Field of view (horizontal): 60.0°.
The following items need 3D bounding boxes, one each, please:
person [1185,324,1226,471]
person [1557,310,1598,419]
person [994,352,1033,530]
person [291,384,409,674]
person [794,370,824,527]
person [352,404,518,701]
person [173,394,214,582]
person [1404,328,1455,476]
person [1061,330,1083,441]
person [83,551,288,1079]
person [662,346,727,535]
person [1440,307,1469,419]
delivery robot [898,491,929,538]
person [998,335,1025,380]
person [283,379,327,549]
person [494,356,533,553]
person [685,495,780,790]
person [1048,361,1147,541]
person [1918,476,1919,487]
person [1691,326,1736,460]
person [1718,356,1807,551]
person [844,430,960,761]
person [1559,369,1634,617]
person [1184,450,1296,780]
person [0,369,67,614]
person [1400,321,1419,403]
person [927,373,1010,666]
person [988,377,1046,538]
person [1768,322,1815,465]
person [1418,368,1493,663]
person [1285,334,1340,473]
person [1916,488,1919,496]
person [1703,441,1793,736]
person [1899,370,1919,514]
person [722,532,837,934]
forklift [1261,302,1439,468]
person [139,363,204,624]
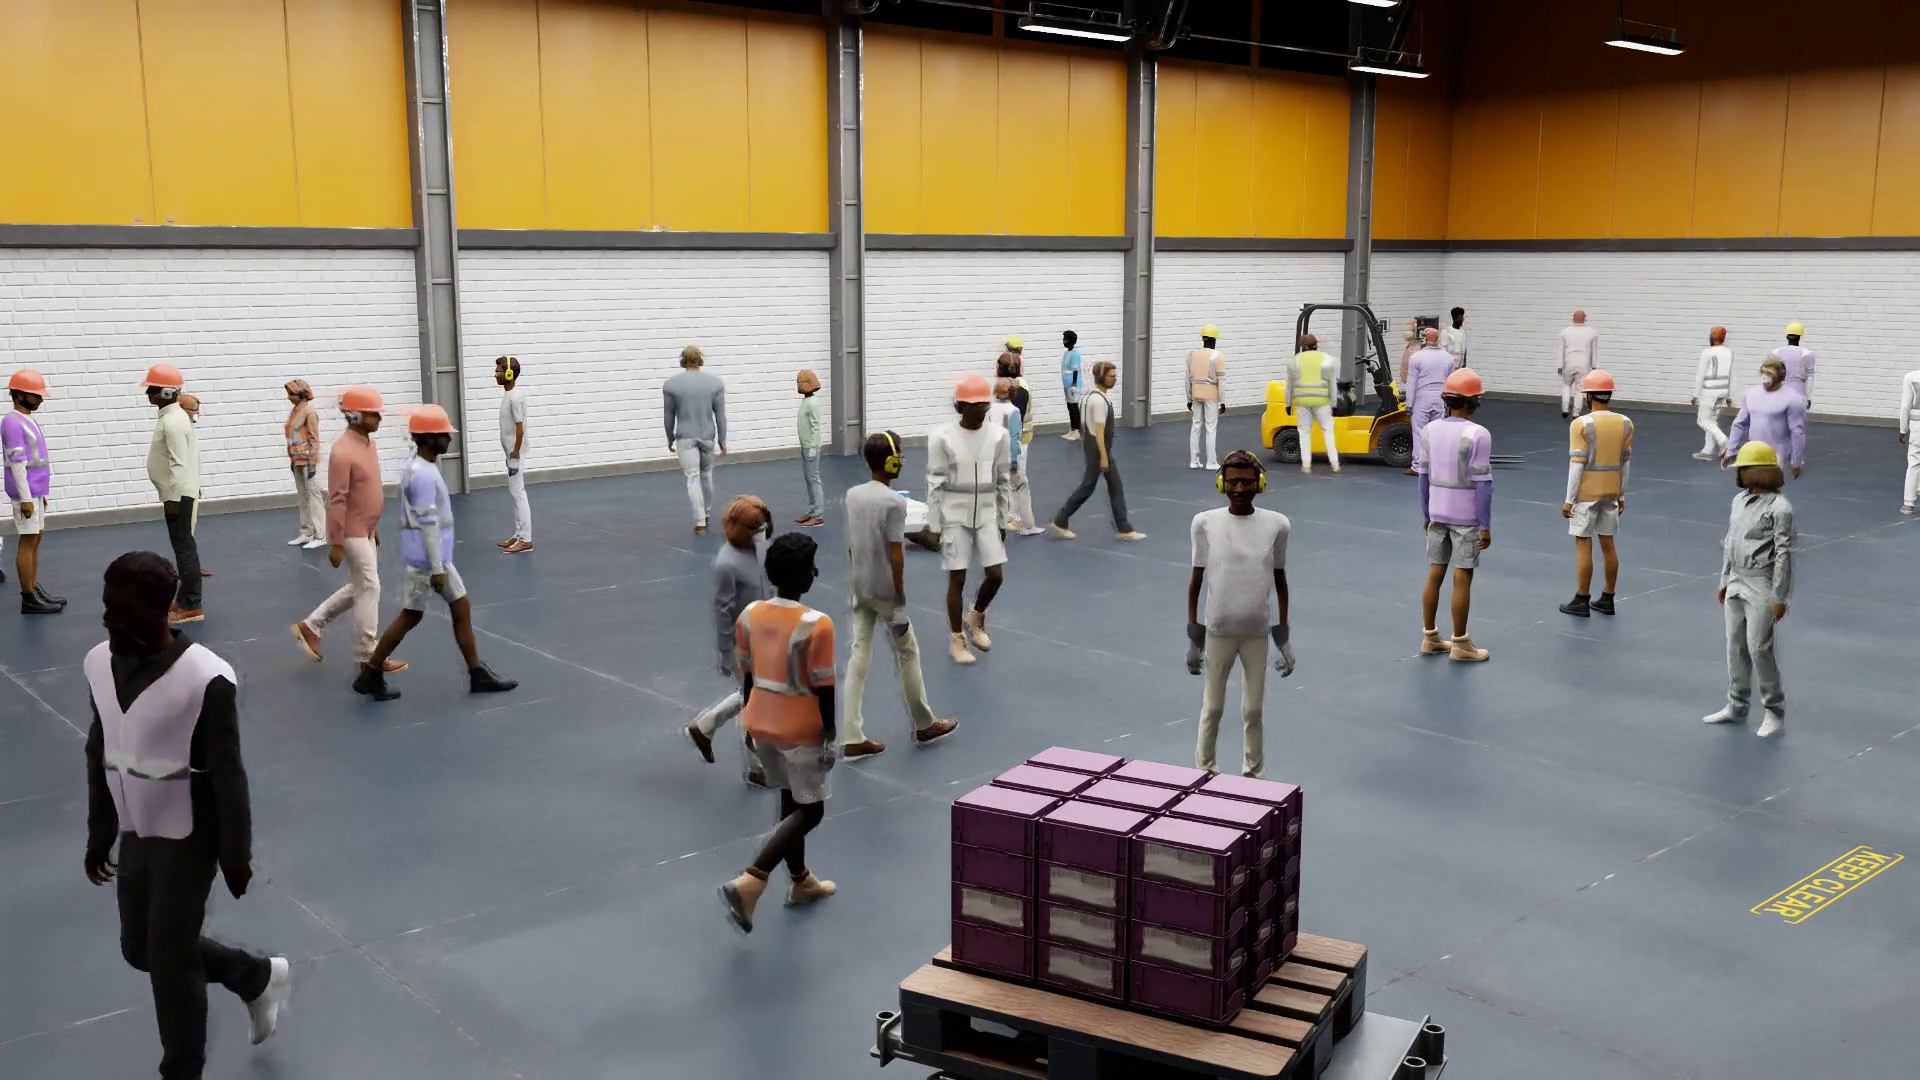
[{"bbox_3d":[3.252,-1.879,21.917,0.594,1.924,0.382,8,13,40],"label":"person"},{"bbox_3d":[10.701,-3.040,28.851,0.649,1.885,0.638,4,10,21],"label":"person"},{"bbox_3d":[0.533,-1.019,17.176,0.430,1.835,0.622,-1,10,-8],"label":"person"},{"bbox_3d":[-4.150,-0.065,11.156,0.723,1.977,0.633,-1,10,-6],"label":"person"},{"bbox_3d":[-1.580,-0.955,17.370,0.267,1.631,0.509,-3,10,-16],"label":"person"},{"bbox_3d":[-3.396,0.086,10.527,0.995,1.898,0.554,-2,10,-13],"label":"person"},{"bbox_3d":[-6.699,-0.453,14.428,0.282,1.633,0.498,-2,10,-10],"label":"person"},{"bbox_3d":[5.999,-1.764,21.339,0.642,1.902,0.401,-3,10,-17],"label":"person"},{"bbox_3d":[1.706,-2.363,25.452,0.321,1.691,0.537,-2,10,-13],"label":"person"},{"bbox_3d":[-2.547,0.946,5.475,0.598,1.899,0.685,5,11,27],"label":"person"},{"bbox_3d":[-2.742,-1.033,17.042,0.627,1.898,0.933,-4,10,-21],"label":"person"},{"bbox_3d":[8.448,-3.006,28.460,0.610,1.955,0.405,-6,11,-30],"label":"person"},{"bbox_3d":[-0.543,-0.227,15.983,0.707,0.478,0.477,-4,10,-22],"label":"delivery robot"},{"bbox_3d":[0.715,-1.881,22.443,0.364,1.755,0.537,-9,13,-42],"label":"person"},{"bbox_3d":[-6.333,-0.738,16.080,0.309,1.640,0.513,-9,13,-43],"label":"person"},{"bbox_3d":[-4.271,-0.814,15.850,0.329,1.872,0.511,-4,10,-20],"label":"person"},{"bbox_3d":[-1.197,0.528,8.764,0.555,1.599,0.560,3,10,17],"label":"person"},{"bbox_3d":[1.334,-0.869,16.387,0.960,1.805,0.527,2,10,11],"label":"person"},{"bbox_3d":[11.912,-1.438,20.181,0.523,1.637,0.310,1,10,5],"label":"person"},{"bbox_3d":[10.371,-1.993,22.764,0.586,1.865,0.650,-4,11,-24],"label":"person"},{"bbox_3d":[7.488,-0.767,15.535,1.037,1.881,0.641,-4,10,-22],"label":"person"},{"bbox_3d":[-0.361,0.297,9.424,0.554,1.838,0.859,9,13,43],"label":"person"},{"bbox_3d":[4.960,-0.365,13.030,0.551,1.933,0.373,-3,10,-17],"label":"person"},{"bbox_3d":[1.413,0.478,8.318,0.574,1.870,0.320,1,10,4],"label":"person"},{"bbox_3d":[-7.335,-0.383,13.158,0.371,1.928,0.543,-3,10,-19],"label":"person"},{"bbox_3d":[6.458,-2.197,23.887,0.775,1.886,0.692,1,10,4],"label":"person"},{"bbox_3d":[0.067,-0.137,11.444,0.624,2.031,0.466,-3,10,-19],"label":"person"},{"bbox_3d":[0.540,-0.814,16.572,0.680,1.620,0.524,-7,12,-36],"label":"person"},{"bbox_3d":[11.175,-1.965,22.422,0.589,1.928,0.385,7,12,34],"label":"person"},{"bbox_3d":[3.455,-0.169,11.557,0.364,2.048,0.611,-6,11,-31],"label":"person"},{"bbox_3d":[4.568,-1.771,21.634,0.709,1.814,0.434,3,10,16],"label":"person"},{"bbox_3d":[11.771,-1.510,19.426,0.986,2.000,0.690,3,10,18],"label":"person"},{"bbox_3d":[4.728,0.287,9.849,0.376,1.734,0.537,-2,10,-10],"label":"person"},{"bbox_3d":[10.540,-1.200,18.083,0.579,1.879,0.352,5,11,27],"label":"person"},{"bbox_3d":[-0.758,0.805,6.950,0.538,1.679,0.687,8,13,39],"label":"person"},{"bbox_3d":[5.320,-2.157,22.763,2.313,2.155,1.214,3,10,16],"label":"forklift"},{"bbox_3d":[-6.063,-0.361,12.828,0.375,1.997,0.611,-5,11,-26],"label":"person"}]
